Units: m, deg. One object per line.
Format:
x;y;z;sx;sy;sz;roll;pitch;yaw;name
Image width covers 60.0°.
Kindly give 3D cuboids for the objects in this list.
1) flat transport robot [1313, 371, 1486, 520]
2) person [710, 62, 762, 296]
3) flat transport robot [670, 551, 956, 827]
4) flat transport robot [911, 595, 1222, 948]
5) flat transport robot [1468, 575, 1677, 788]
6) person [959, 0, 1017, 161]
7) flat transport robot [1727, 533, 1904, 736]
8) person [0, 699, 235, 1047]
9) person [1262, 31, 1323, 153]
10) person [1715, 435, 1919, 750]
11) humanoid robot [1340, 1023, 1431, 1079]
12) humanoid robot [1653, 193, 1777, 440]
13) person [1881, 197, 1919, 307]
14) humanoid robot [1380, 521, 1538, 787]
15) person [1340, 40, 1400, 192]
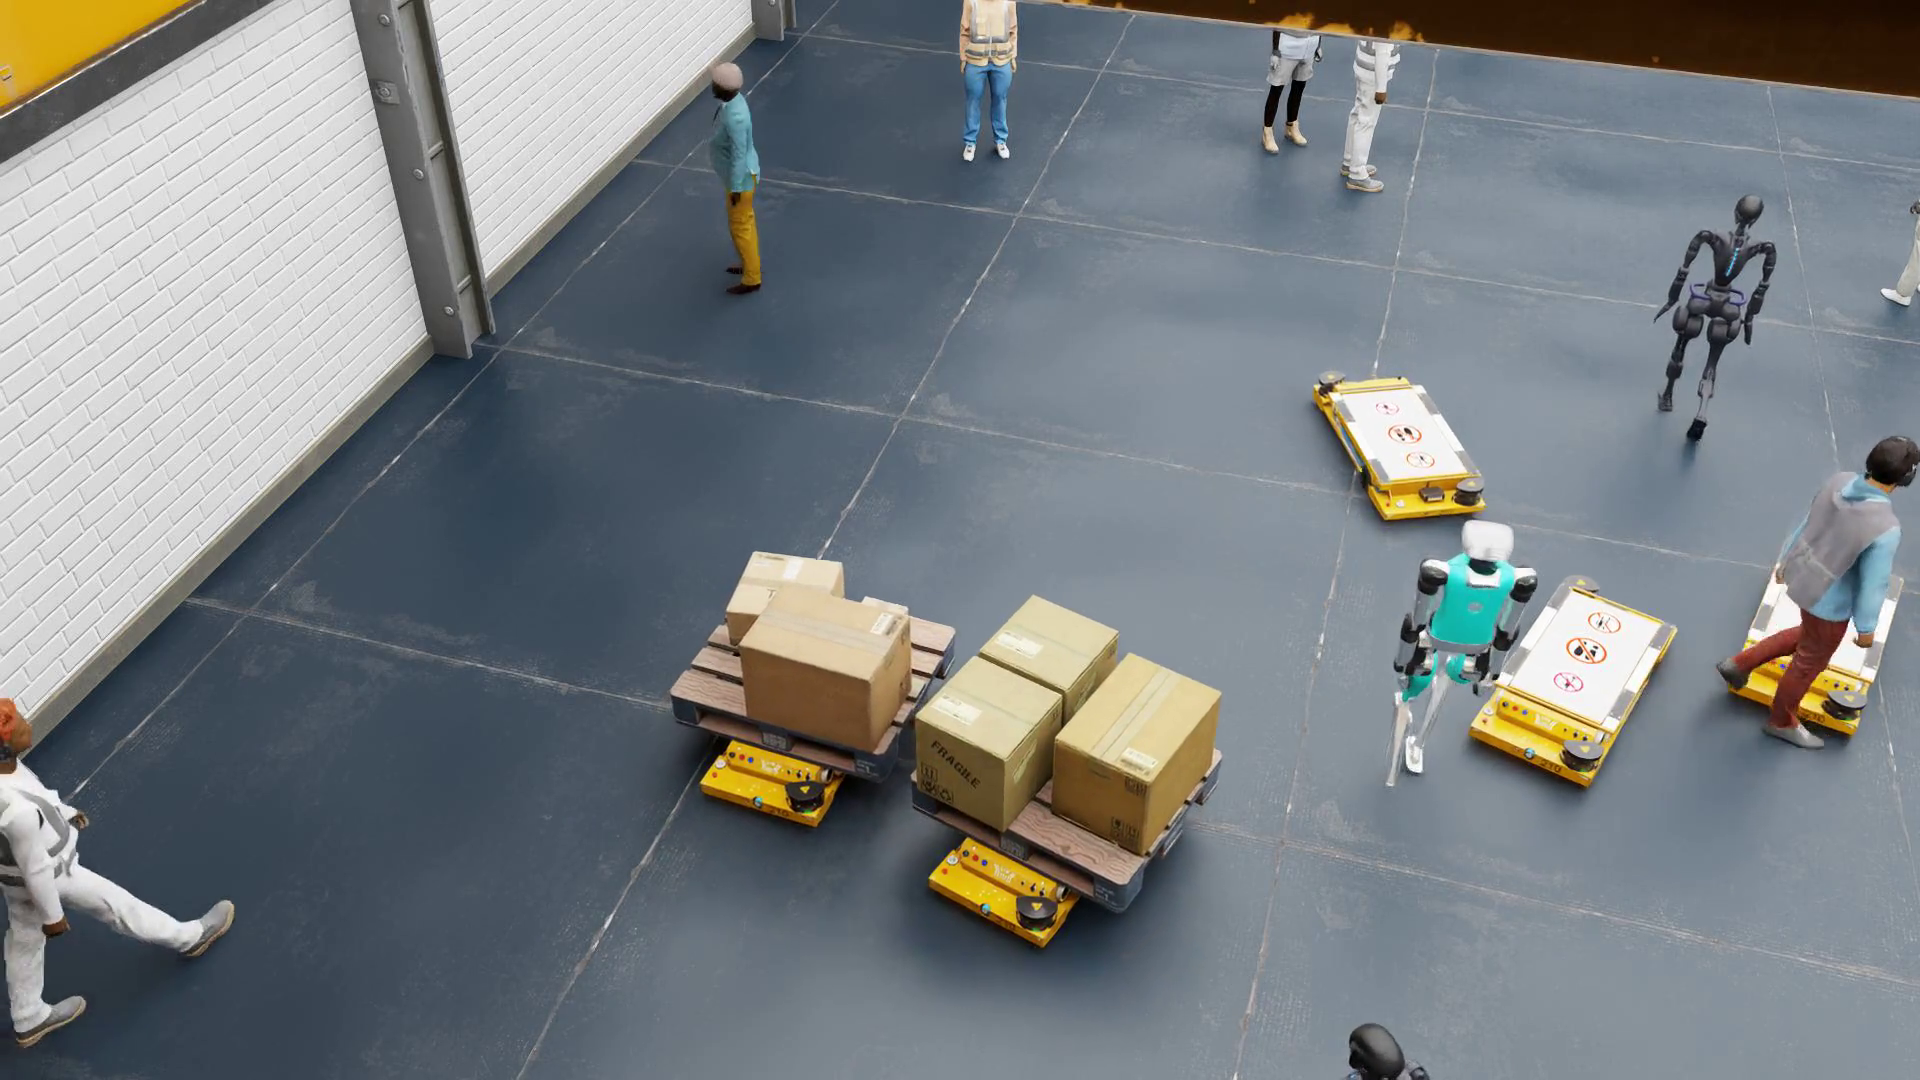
2.834;-0.645;10.806;0.659;0.231;1.431;-5;39;-7;flat transport robot
-1.626;-2.636;12.105;0.345;1.754;0.561;-4;39;-5;person
-0.764;0.893;8.894;0.659;0.231;1.431;14;41;17;flat transport robot
0.513;1.362;8.310;0.659;0.231;1.431;23;44;26;flat transport robot
3.379;0.734;9.091;0.659;0.231;1.431;24;45;27;flat transport robot
0.231;-4.021;13.839;0.485;1.732;0.365;-4;39;-5;person
4.849;0.497;9.386;0.659;0.231;1.431;22;44;25;flat transport robot
-3.838;1.350;7.090;0.574;1.819;1.029;29;47;31;person
2.819;-4.101;13.968;0.531;1.692;0.320;-17;42;-20;person
4.357;0.264;8.410;0.473;1.866;0.551;6;39;7;person
1.451;2.340;5.980;0.590;1.643;0.394;-20;43;-23;humanoid robot
4.822;-1.448;10.703;0.607;1.635;0.656;11;40;13;humanoid robot
7.098;-2.435;11.936;0.513;1.641;0.312;-6;39;-7;person
2.388;0.508;8.206;0.546;1.784;0.777;4;39;5;humanoid robot
3.343;-3.743;13.373;0.356;1.882;0.573;1;39;1;person
